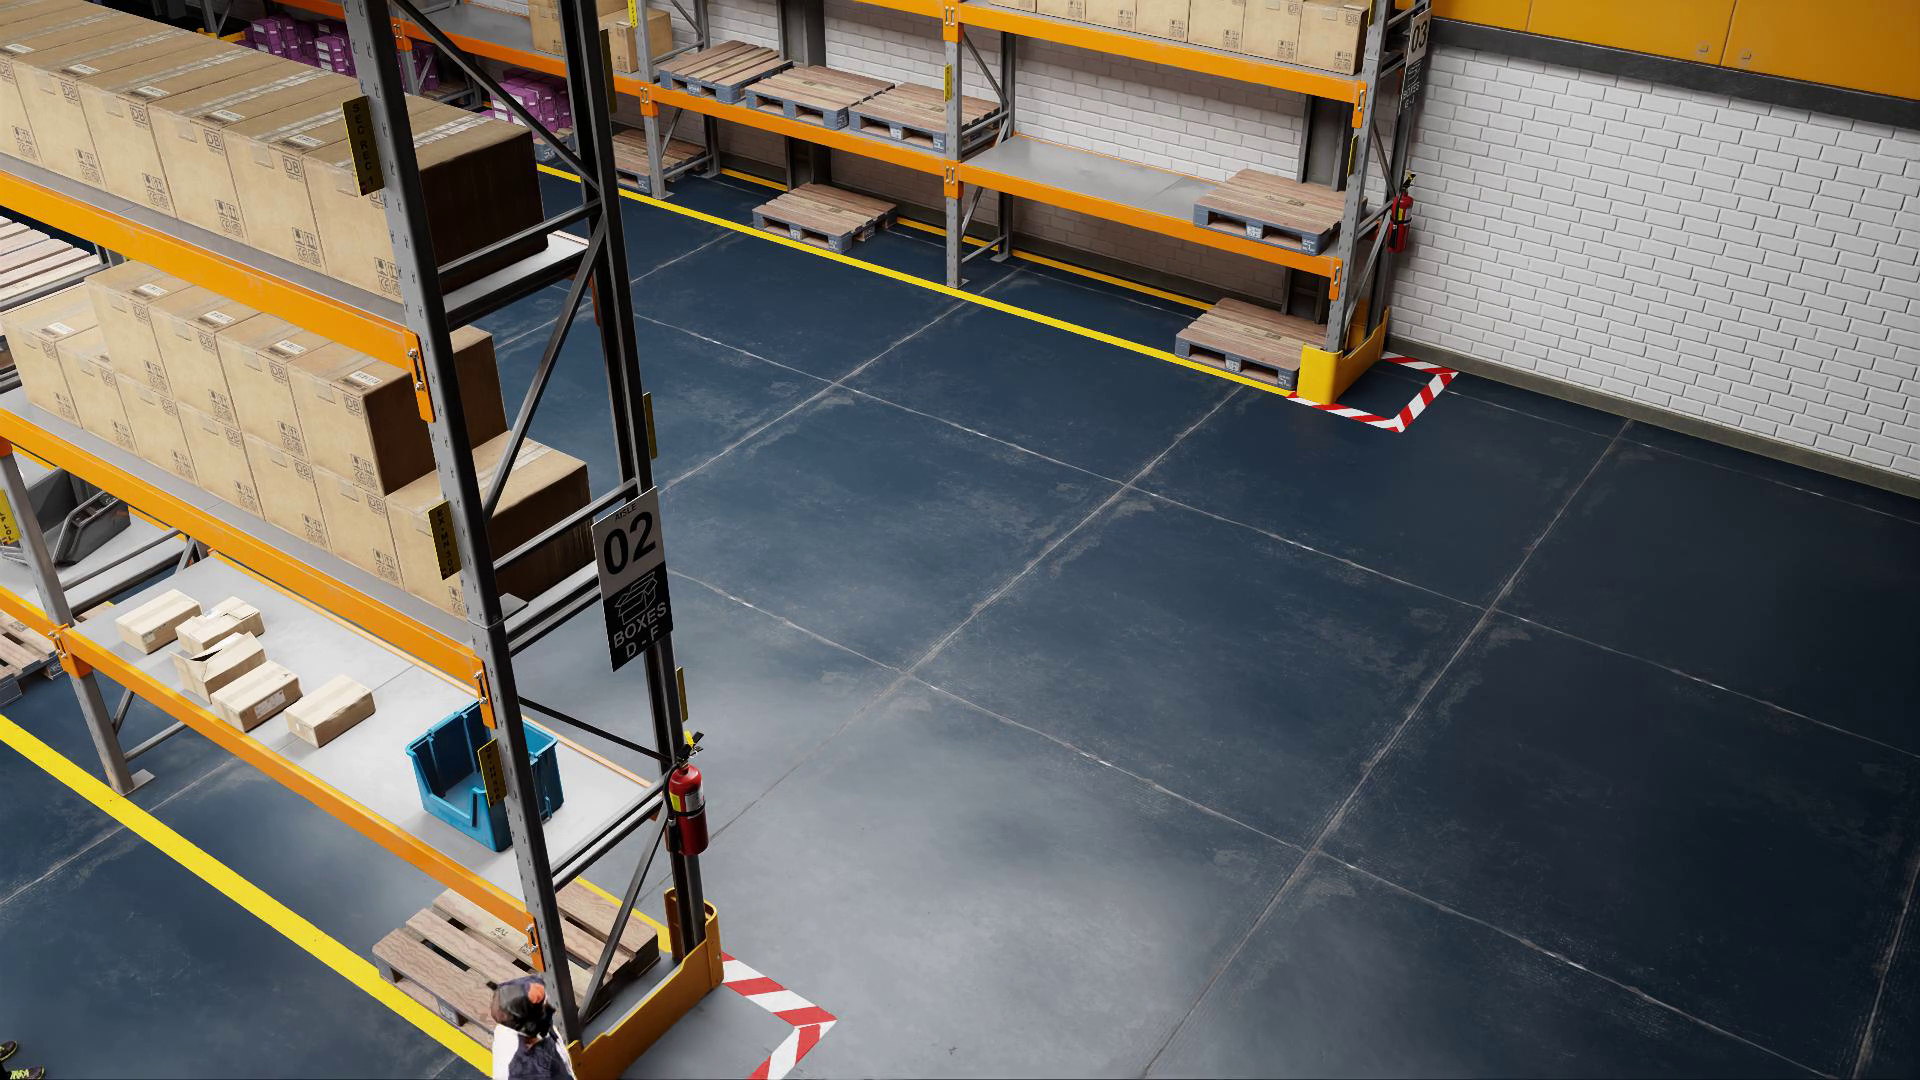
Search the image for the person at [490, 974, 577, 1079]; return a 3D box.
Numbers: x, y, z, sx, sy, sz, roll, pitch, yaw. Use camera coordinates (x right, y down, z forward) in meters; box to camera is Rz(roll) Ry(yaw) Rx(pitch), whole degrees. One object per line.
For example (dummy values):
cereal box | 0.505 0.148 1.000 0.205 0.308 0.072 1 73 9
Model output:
person | -1.847 2.570 7.159 0.911 1.880 0.854 -5 34 -7
